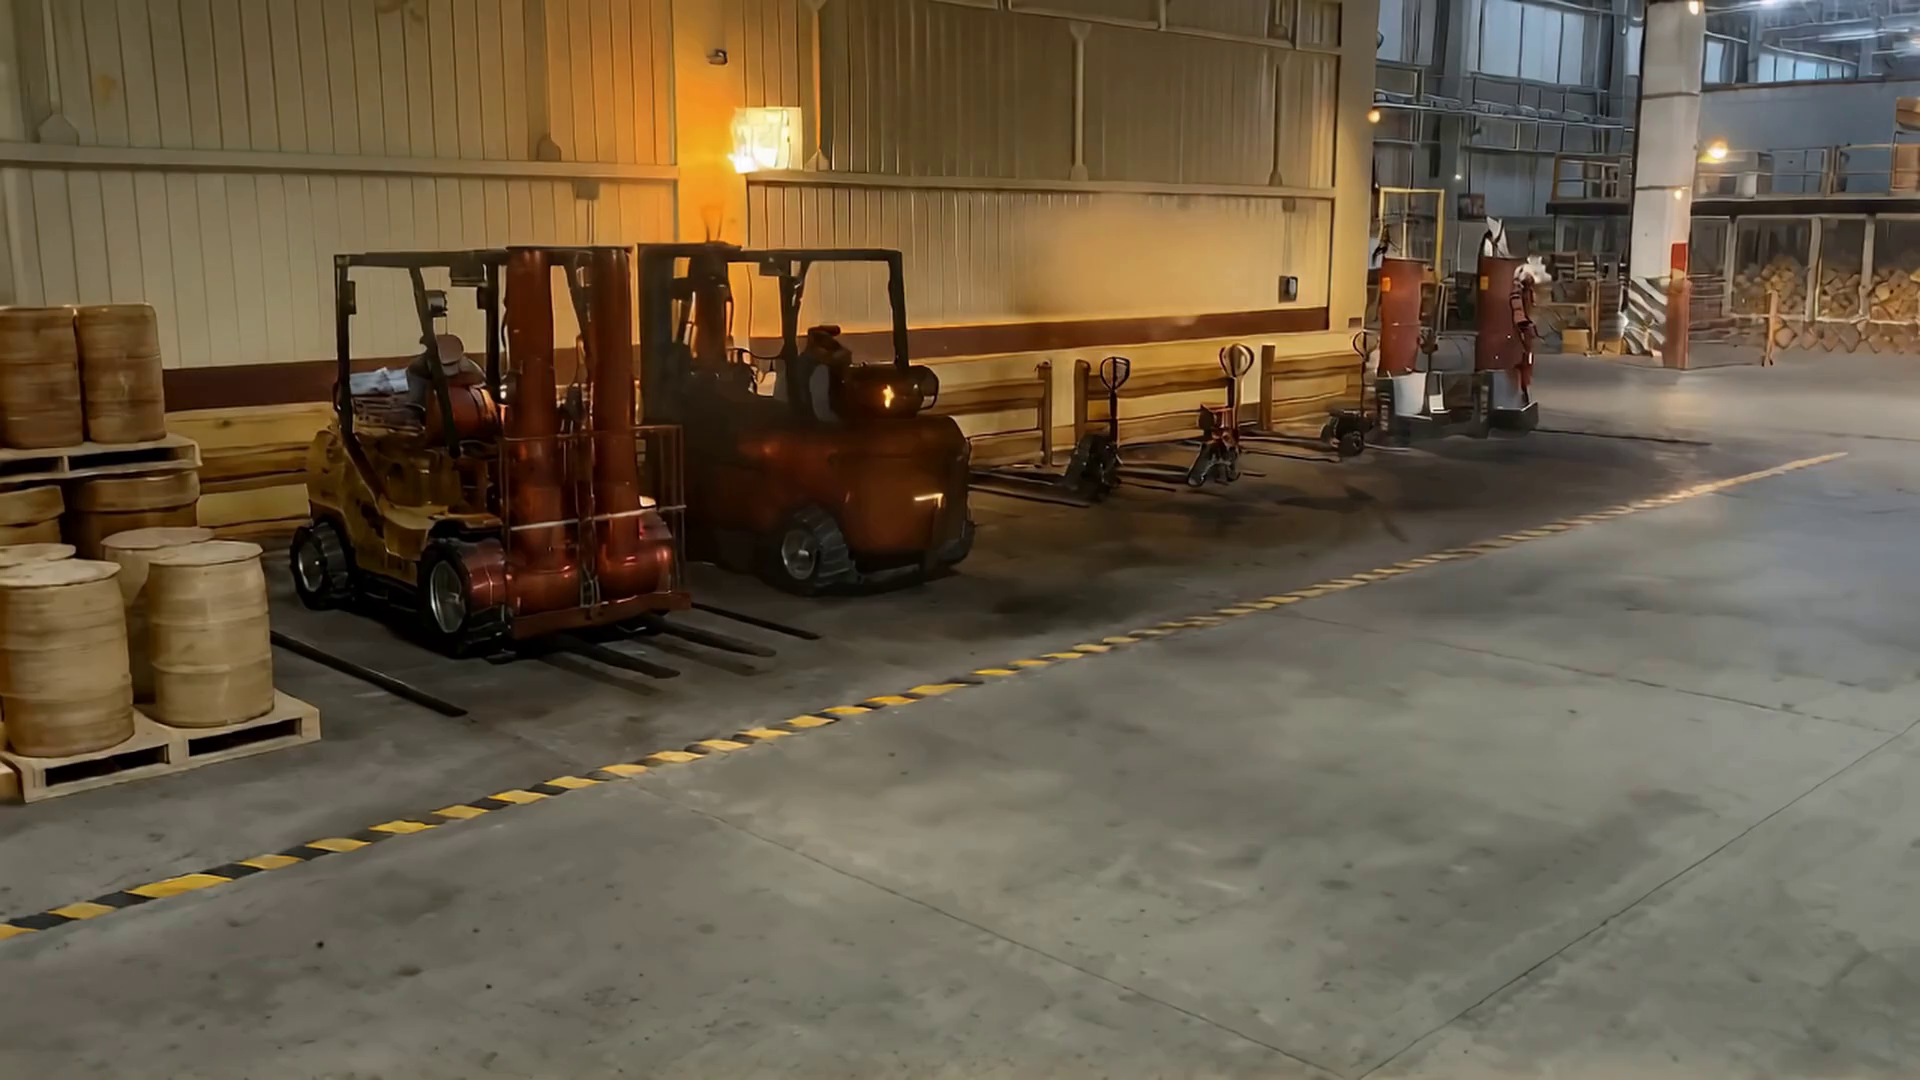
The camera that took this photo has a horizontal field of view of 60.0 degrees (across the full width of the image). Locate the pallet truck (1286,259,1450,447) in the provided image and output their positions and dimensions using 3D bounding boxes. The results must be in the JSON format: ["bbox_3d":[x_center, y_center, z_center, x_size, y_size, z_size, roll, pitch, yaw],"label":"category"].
[{"bbox_3d":[4.493,-2.078,18.196,0.823,1.965,1.885,-9,14,-40],"label":"pallet truck"}]

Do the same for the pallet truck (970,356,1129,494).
[{"bbox_3d":[0.784,-1.085,14.876,0.680,1.201,1.601,-10,14,-44],"label":"pallet truck"}]

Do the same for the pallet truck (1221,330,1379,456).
[{"bbox_3d":[3.563,-1.581,17.381,0.653,1.274,1.630,-10,14,-44],"label":"pallet truck"}]

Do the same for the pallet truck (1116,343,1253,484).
[{"bbox_3d":[1.962,-1.215,15.415,1.522,1.261,0.704,10,14,43],"label":"pallet truck"}]

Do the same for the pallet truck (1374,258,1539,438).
[{"bbox_3d":[5.704,-2.208,18.901,1.885,1.965,0.823,10,14,43],"label":"pallet truck"}]

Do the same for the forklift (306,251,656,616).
[{"bbox_3d":[-2.833,-0.669,9.694,1.157,1.987,2.680,-10,14,-44],"label":"forklift"}]

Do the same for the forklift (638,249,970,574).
[{"bbox_3d":[-1.173,-0.958,11.239,2.680,1.987,1.157,10,14,43],"label":"forklift"}]
